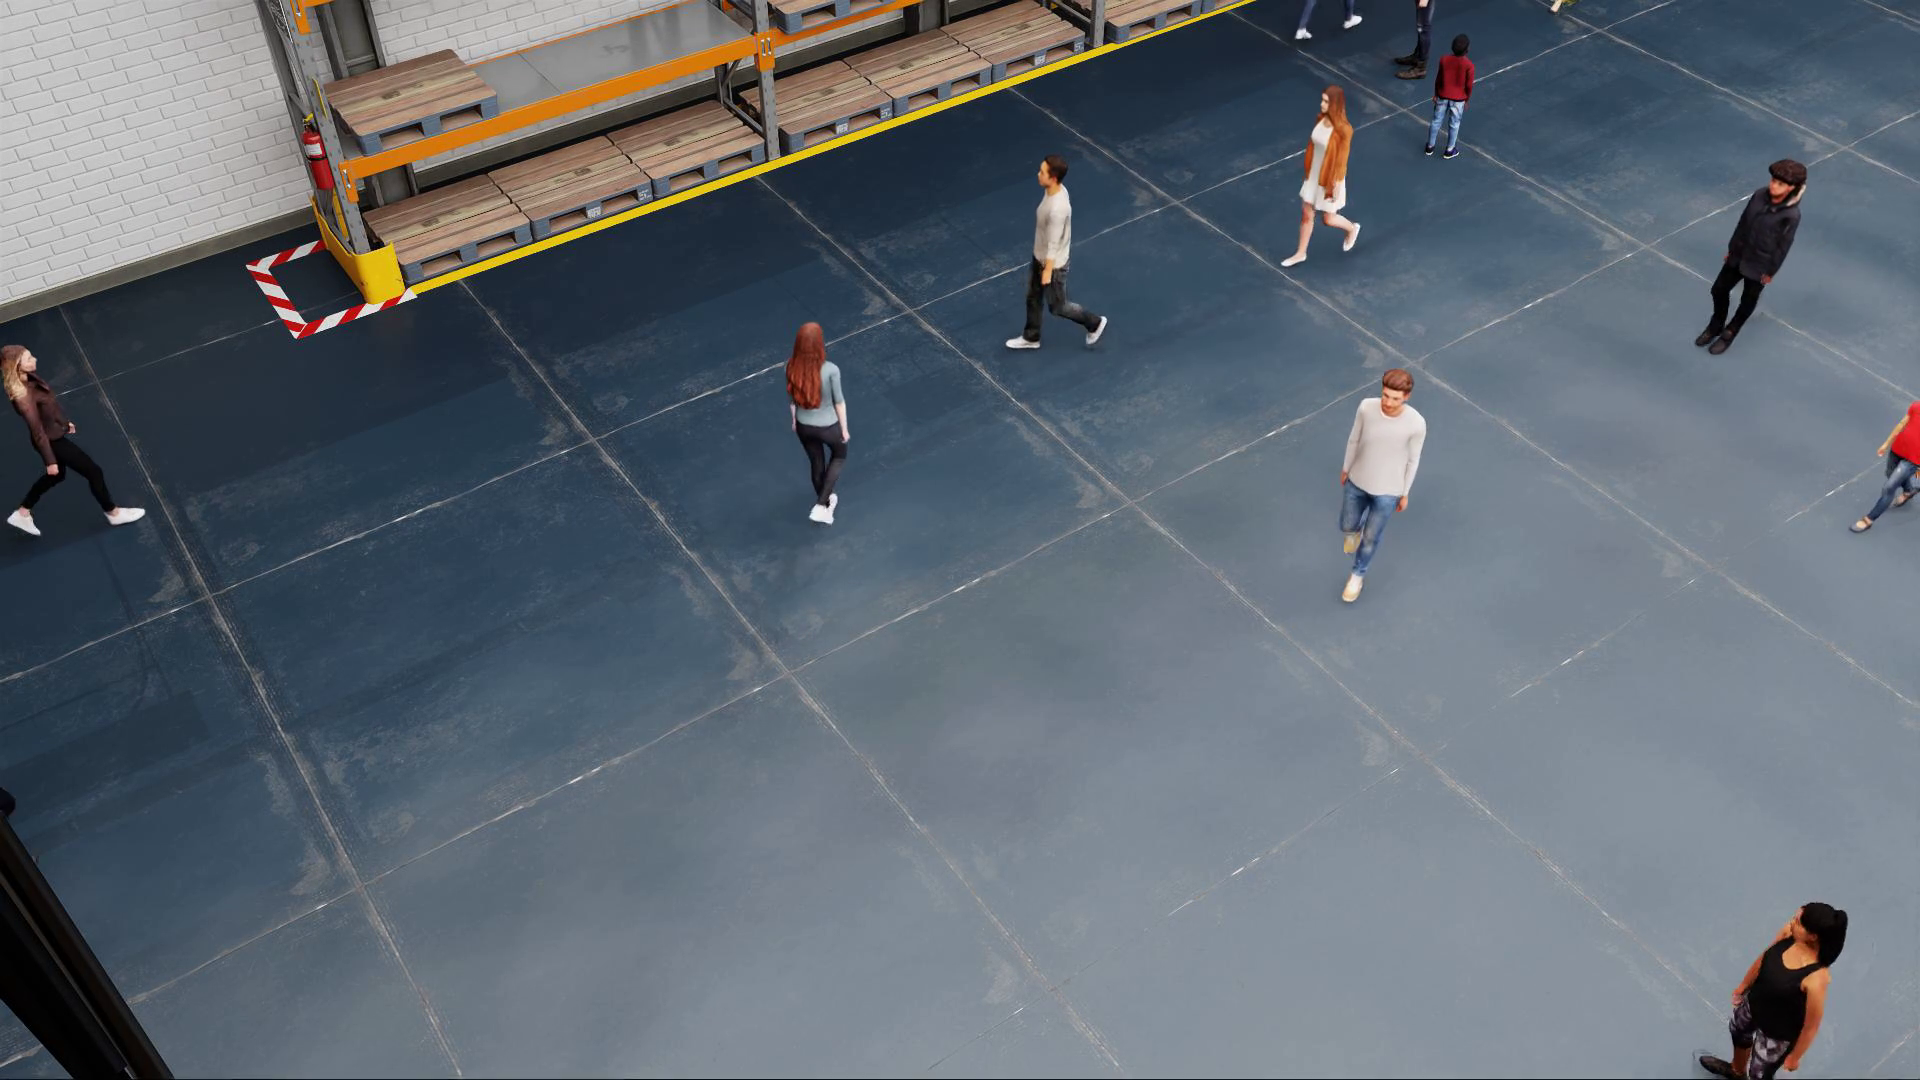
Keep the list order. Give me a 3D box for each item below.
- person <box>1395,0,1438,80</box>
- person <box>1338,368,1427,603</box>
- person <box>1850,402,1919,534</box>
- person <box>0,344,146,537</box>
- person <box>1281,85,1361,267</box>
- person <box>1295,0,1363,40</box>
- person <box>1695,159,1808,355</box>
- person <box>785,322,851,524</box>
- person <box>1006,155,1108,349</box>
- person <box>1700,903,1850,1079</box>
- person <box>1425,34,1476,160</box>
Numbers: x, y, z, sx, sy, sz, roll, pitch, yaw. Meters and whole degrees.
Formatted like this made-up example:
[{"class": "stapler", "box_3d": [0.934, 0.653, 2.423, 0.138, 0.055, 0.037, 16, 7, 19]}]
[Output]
[{"class": "person", "box_3d": [4.720, -5.574, 16.718, 0.802, 1.896, 0.729, 9, 44, 9]}, {"class": "person", "box_3d": [2.871, -0.440, 11.333, 0.868, 1.891, 1.001, 22, 48, 21]}, {"class": "person", "box_3d": [6.870, -0.630, 11.967, 0.912, 1.290, 0.643, -13, 45, -13]}, {"class": "person", "box_3d": [-6.491, -0.665, 11.731, 1.097, 1.667, 0.656, -22, 48, -21]}, {"class": "person", "box_3d": [3.209, -3.129, 14.291, 0.976, 1.704, 0.656, -22, 48, -21]}, {"class": "person", "box_3d": [3.866, -6.002, 17.320, 1.191, 1.685, 0.691, -29, 51, -27]}, {"class": "person", "box_3d": [6.429, -2.300, 13.371, 0.554, 1.771, 0.629, -26, 50, -25]}, {"class": "person", "box_3d": [-1.021, -0.748, 11.768, 0.805, 1.736, 0.873, 12, 45, 12]}, {"class": "person", "box_3d": [0.824, -2.245, 13.301, 1.161, 1.789, 0.949, -6, 44, -6]}, {"class": "person", "box_3d": [4.193, 2.432, 8.488, 0.806, 1.656, 0.816, -8, 44, -8]}, {"class": "person", "box_3d": [4.660, -4.216, 15.758, 0.583, 1.254, 0.613, 21, 47, 21]}]
